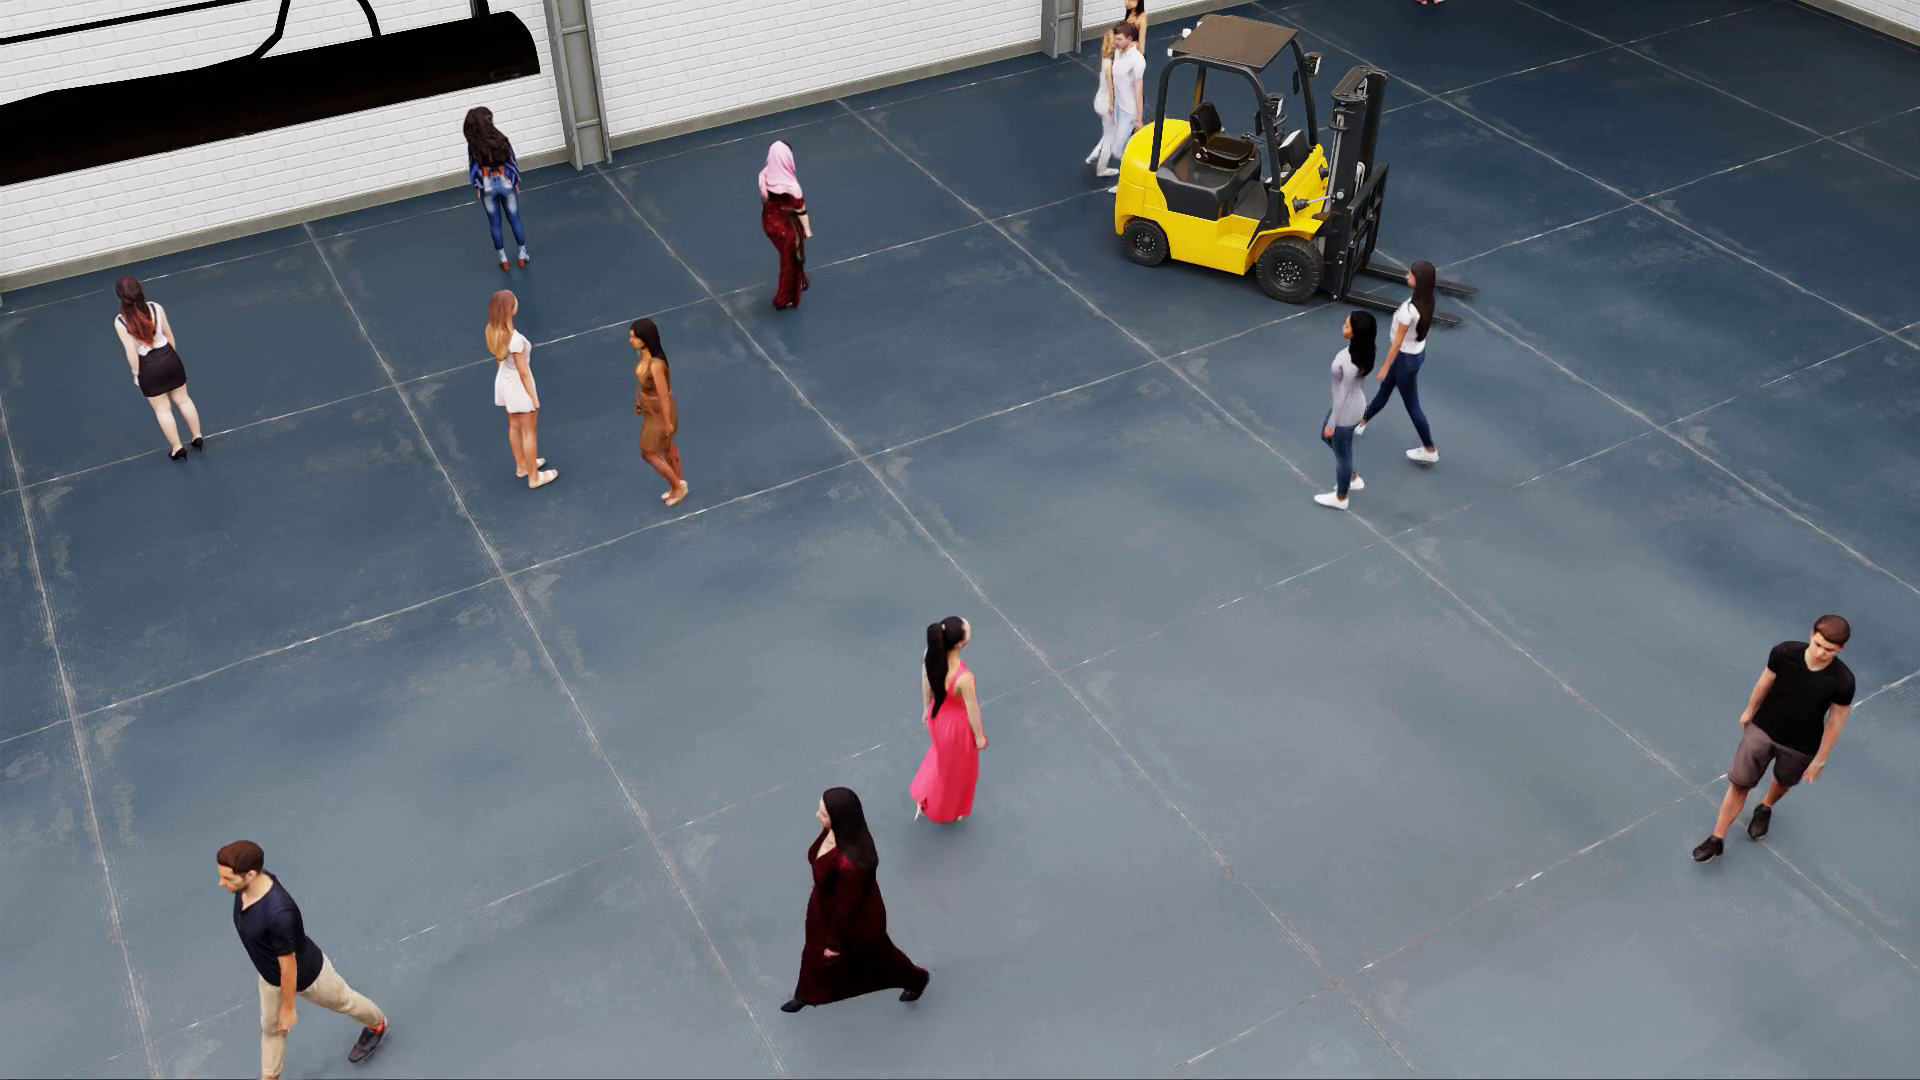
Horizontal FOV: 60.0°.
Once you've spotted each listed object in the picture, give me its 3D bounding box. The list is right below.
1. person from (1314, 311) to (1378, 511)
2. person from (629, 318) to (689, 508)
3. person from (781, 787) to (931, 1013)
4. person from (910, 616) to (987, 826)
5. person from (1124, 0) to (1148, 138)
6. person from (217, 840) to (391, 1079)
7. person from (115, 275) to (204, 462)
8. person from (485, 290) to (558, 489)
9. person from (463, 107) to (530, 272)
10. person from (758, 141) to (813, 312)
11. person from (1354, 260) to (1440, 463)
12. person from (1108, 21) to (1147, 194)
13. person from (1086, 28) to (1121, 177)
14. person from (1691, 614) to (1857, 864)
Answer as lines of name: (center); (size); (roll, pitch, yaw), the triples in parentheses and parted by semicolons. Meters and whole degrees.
person: (3.017, -0.940, 12.562); (0.801, 1.724, 0.734); (14, 41, 17)
person: (-2.209, -0.979, 12.649); (0.606, 1.677, 0.609); (-14, 41, -17)
person: (-0.493, 1.973, 8.919); (1.118, 1.718, 0.794); (-12, 40, -14)
person: (-0.117, 1.158, 9.946); (0.742, 1.711, 0.630); (-25, 45, -28)
person: (1.881, -5.195, 17.956); (0.520, 1.642, 0.554); (-15, 41, -18)
person: (-3.364, 2.167, 8.606); (0.954, 1.807, 1.229); (26, 45, 28)
person: (-6.342, -1.358, 13.145); (0.681, 1.649, 0.563); (25, 45, 28)
person: (-3.440, -1.169, 12.871); (0.617, 1.696, 0.617); (-30, 48, -32)
person: (-4.340, -3.301, 15.604); (0.573, 1.618, 0.716); (-9, 40, -11)
person: (-1.637, -2.797, 14.969); (0.747, 1.622, 0.837); (31, 48, 33)
person: (3.601, -1.354, 13.078); (1.022, 1.727, 1.173); (23, 44, 26)
person: (1.756, -4.334, 16.725); (0.706, 1.832, 0.742); (-14, 41, -17)
person: (1.494, -4.456, 17.026); (0.751, 1.649, 0.738); (-10, 40, -12)
person: (4.970, 1.105, 9.919); (0.915, 1.827, 1.160); (29, 47, 31)
